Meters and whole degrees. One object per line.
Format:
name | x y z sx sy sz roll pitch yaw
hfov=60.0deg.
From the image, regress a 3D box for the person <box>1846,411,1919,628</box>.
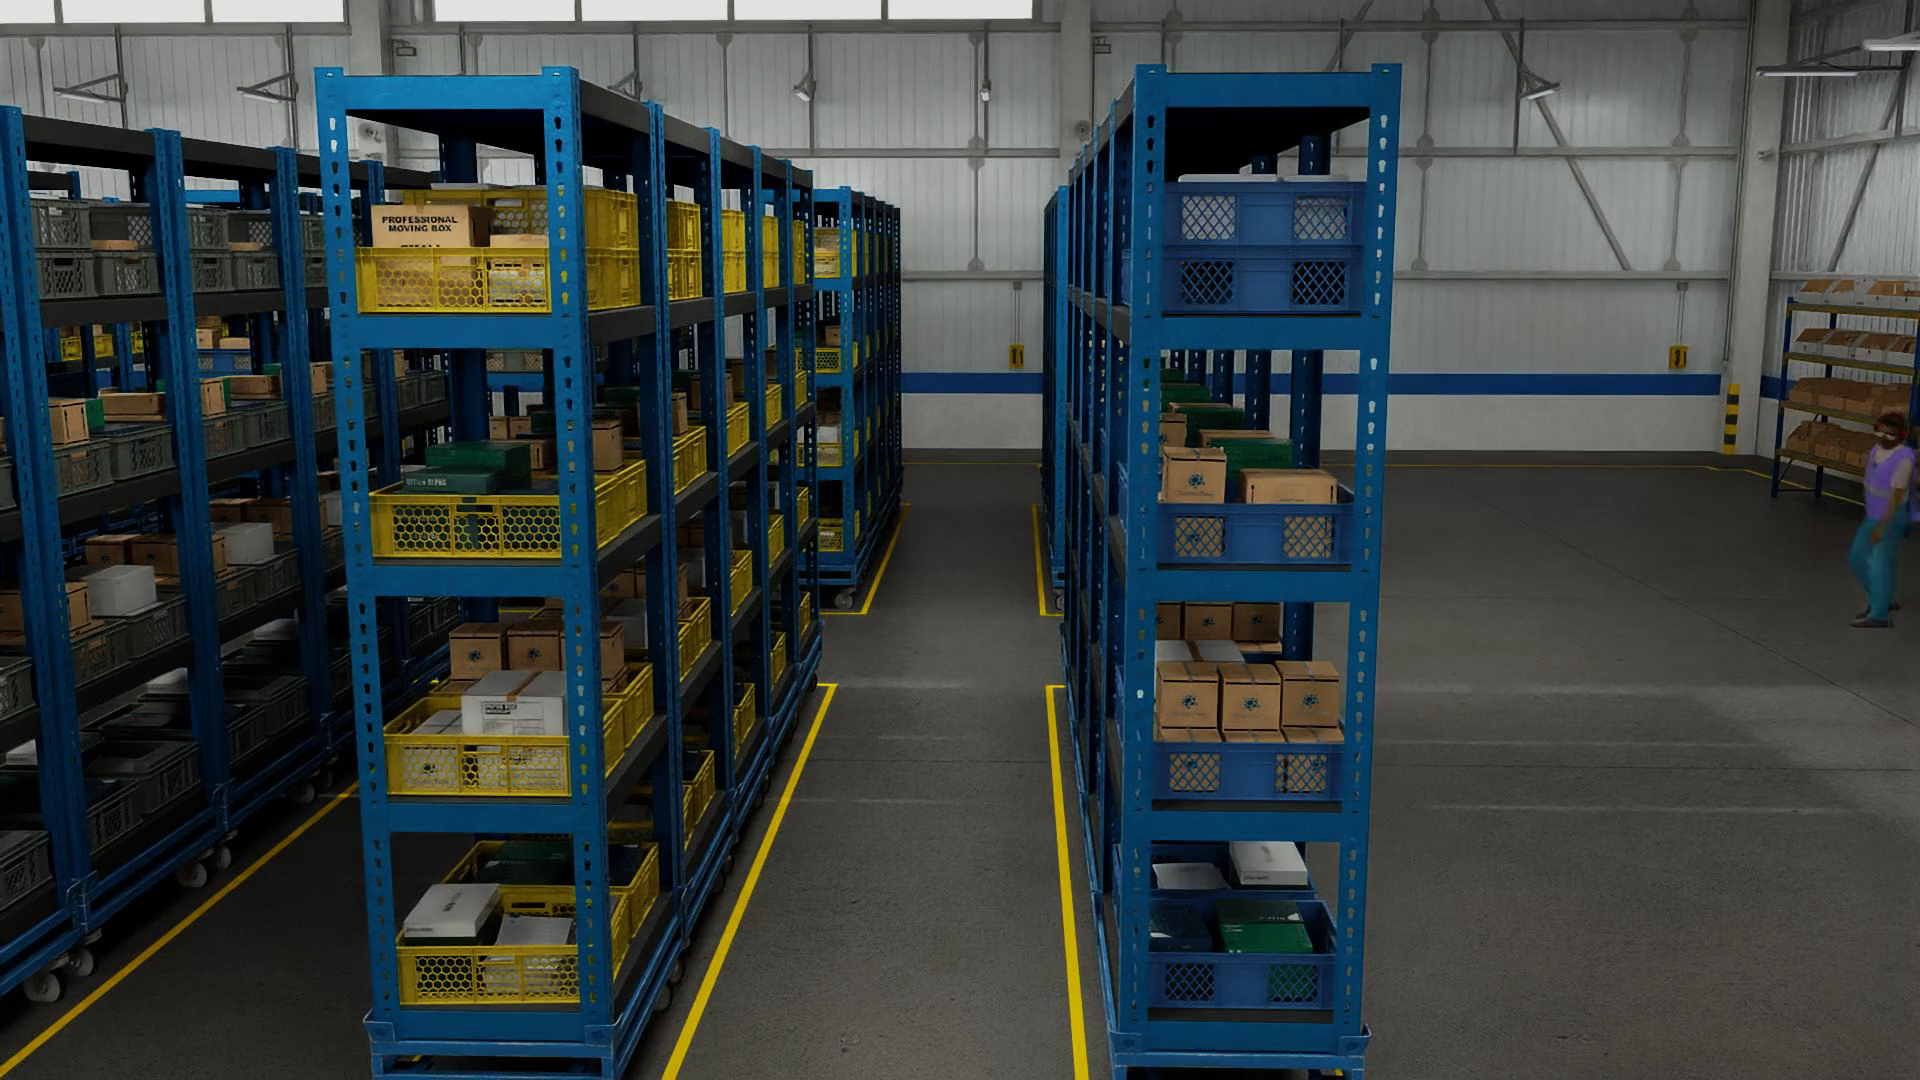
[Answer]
person | 7.456 -0.147 13.442 0.468 1.803 0.622 0 10 2
